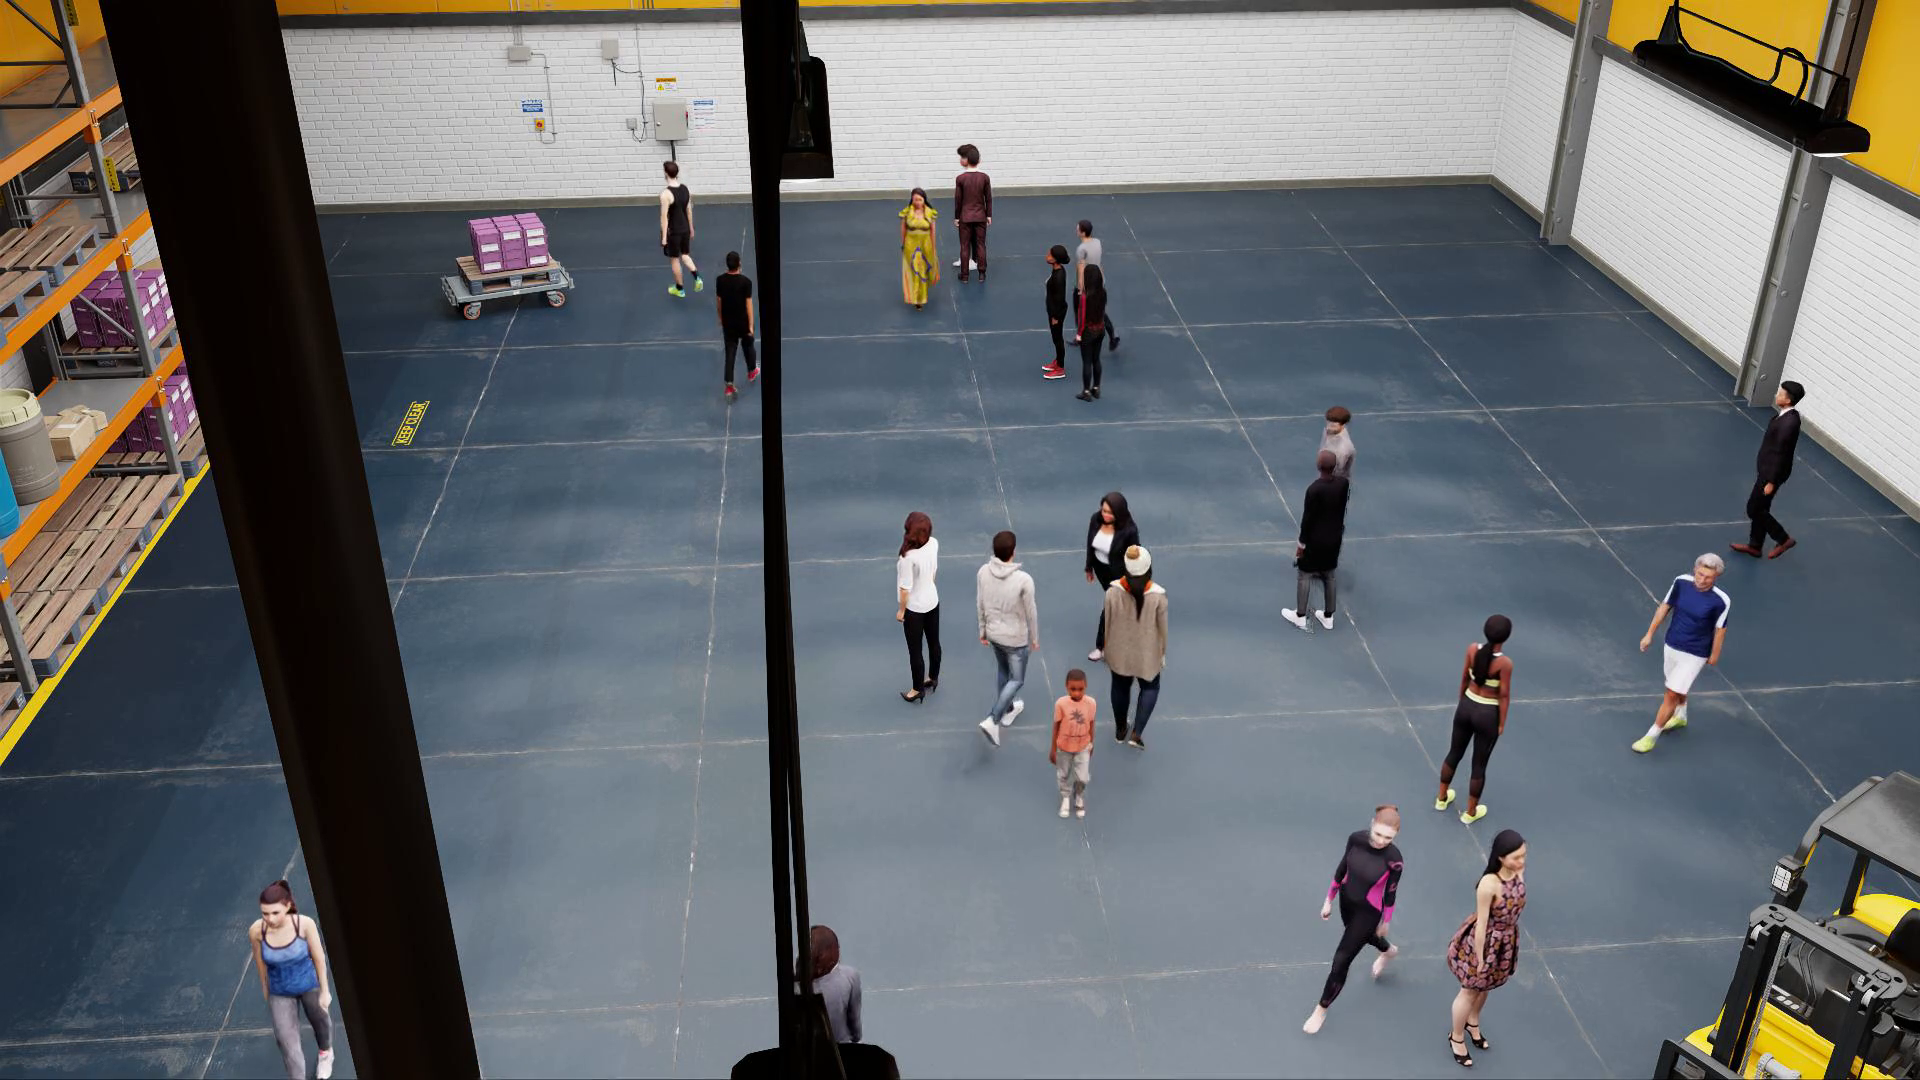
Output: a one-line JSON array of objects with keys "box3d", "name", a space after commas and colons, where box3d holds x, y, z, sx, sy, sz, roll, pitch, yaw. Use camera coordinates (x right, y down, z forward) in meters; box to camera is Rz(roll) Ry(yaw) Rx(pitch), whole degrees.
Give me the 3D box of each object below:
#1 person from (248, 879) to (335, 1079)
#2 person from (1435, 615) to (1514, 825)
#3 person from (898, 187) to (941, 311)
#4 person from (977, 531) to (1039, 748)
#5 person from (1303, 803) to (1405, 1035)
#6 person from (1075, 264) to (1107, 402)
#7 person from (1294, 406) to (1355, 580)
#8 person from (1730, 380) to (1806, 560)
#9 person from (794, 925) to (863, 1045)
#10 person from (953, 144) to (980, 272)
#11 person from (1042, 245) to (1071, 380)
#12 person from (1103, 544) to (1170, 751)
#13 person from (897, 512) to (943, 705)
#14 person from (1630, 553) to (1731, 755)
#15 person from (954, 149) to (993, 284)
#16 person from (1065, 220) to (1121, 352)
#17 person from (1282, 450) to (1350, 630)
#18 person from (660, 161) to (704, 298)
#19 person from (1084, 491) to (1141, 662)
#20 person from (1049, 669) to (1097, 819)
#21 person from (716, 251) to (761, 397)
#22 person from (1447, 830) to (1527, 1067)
[{"box3d": [-4.076, 2.717, 10.270, 0.631, 1.587, 0.907, -5, 29, -9], "name": "person"}, {"box3d": [3.917, 1.348, 12.613, 0.719, 1.748, 0.648, -24, 37, -37], "name": "person"}, {"box3d": [-0.563, -3.980, 22.497, 0.851, 1.635, 1.241, -5, 29, -9], "name": "person"}, {"box3d": [0.336, 0.822, 13.489, 1.056, 1.832, 1.192, 17, 33, 28], "name": "person"}, {"box3d": [2.651, 2.376, 10.778, 1.100, 1.701, 1.178, -18, 33, -29], "name": "person"}, {"box3d": [1.577, -2.449, 19.676, 0.706, 1.649, 0.653, 23, 36, 36], "name": "person"}, {"box3d": [3.558, -0.440, 15.752, 0.795, 1.880, 0.554, 4, 29, 7], "name": "person"}, {"box3d": [7.984, -0.640, 16.126, 0.974, 1.873, 0.918, 15, 32, 25], "name": "person"}, {"box3d": [-0.759, 2.998, 9.594, 0.859, 1.741, 1.140, -13, 31, -22], "name": "person"}, {"box3d": [0.135, -4.762, 23.748, 0.766, 1.810, 0.641, -15, 32, -26], "name": "person"}, {"box3d": [1.182, -2.796, 20.287, 0.671, 1.674, 0.467, 0, 29, 0], "name": "person"}, {"box3d": [1.366, 0.895, 13.302, 0.862, 1.882, 0.951, 10, 30, 17], "name": "person"}, {"box3d": [-0.324, 0.562, 14.004, 0.733, 1.795, 0.666, 21, 35, 33], "name": "person"}, {"box3d": [5.946, 0.854, 13.473, 1.007, 1.791, 1.089, -13, 31, -23], "name": "person"}, {"box3d": [0.175, -4.526, 23.260, 0.695, 1.864, 0.583, -4, 29, -8], "name": "person"}, {"box3d": [1.677, -3.169, 20.915, 1.117, 1.726, 1.051, 25, 37, 37], "name": "person"}, {"box3d": [3.286, 0.017, 15.042, 0.776, 1.757, 0.805, -13, 31, -23], "name": "person"}, {"box3d": [-3.798, -4.187, 22.623, 0.998, 1.879, 0.945, 20, 35, 32], "name": "person"}, {"box3d": [1.406, 0.242, 14.817, 1.123, 1.578, 1.201, 19, 34, 30], "name": "person"}, {"box3d": [0.862, 1.521, 12.763, 0.523, 1.299, 0.535, 3, 29, 5], "name": "person"}, {"box3d": [-2.680, -2.534, 19.761, 0.887, 1.717, 1.233, 6, 29, 11], "name": "person"}, {"box3d": [3.314, 2.539, 10.401, 0.805, 1.775, 0.854, -24, 37, -37], "name": "person"}]
